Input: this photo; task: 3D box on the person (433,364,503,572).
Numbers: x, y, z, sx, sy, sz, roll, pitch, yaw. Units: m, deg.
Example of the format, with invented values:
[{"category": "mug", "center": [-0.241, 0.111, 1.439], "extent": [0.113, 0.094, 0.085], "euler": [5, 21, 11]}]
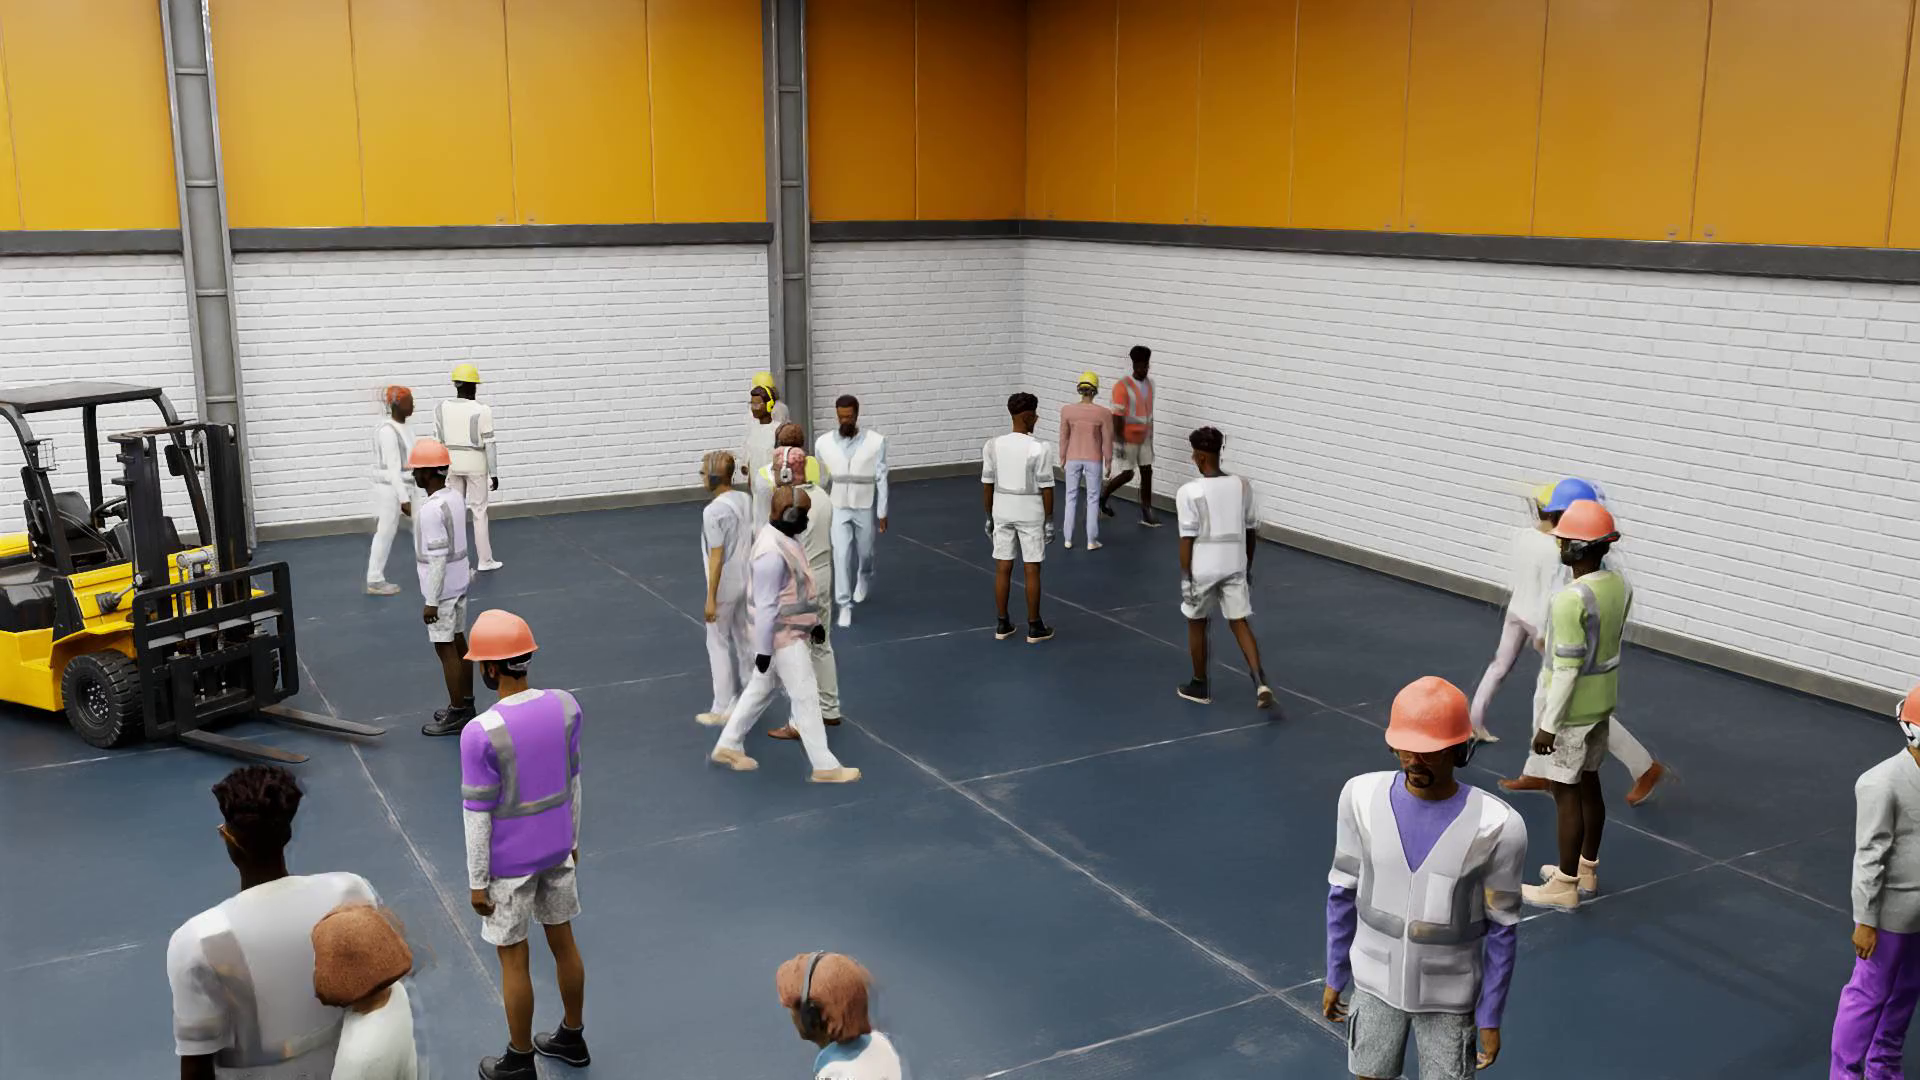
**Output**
[{"category": "person", "center": [-4.532, -0.658, 15.330], "extent": [0.593, 1.917, 0.385], "euler": [2, 12, 10]}]

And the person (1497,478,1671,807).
[{"category": "person", "center": [3.621, 0.593, 9.494], "extent": [0.857, 1.915, 0.596], "euler": [2, 12, 8]}]

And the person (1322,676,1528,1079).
[{"category": "person", "center": [1.450, 1.419, 5.304], "extent": [0.607, 2.044, 0.371], "euler": [7, 14, 29]}]

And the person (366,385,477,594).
[{"category": "person", "center": [-4.758, -0.420, 14.409], "extent": [0.987, 1.828, 0.604], "euler": [1, 12, 3]}]

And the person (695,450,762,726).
[{"category": "person", "center": [-1.558, 0.316, 10.973], "extent": [0.474, 1.833, 0.570], "euler": [5, 13, 24]}]

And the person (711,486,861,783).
[{"category": "person", "center": [-1.090, 0.559, 9.944], "extent": [0.896, 1.804, 0.622], "euler": [-1, 12, -3]}]

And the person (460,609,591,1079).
[{"category": "person", "center": [-1.729, 1.215, 6.538], "extent": [0.390, 1.929, 0.546], "euler": [9, 15, 36]}]

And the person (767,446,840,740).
[{"category": "person", "center": [-1.051, 0.332, 10.756], "extent": [0.404, 1.898, 0.652], "euler": [5, 13, 23]}]

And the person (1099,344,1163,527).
[{"category": "person", "center": [1.783, -1.104, 17.420], "extent": [0.704, 1.930, 0.717], "euler": [-10, 16, -40]}]

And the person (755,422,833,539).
[{"category": "person", "center": [-1.236, 0.047, 12.212], "extent": [0.633, 1.842, 0.429], "euler": [-9, 15, -35]}]

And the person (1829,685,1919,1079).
[{"category": "person", "center": [3.568, 1.366, 6.236], "extent": [0.573, 1.749, 0.343], "euler": [-6, 14, -28]}]

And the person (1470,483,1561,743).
[{"category": "person", "center": [3.648, 0.476, 10.511], "extent": [0.948, 1.708, 0.524], "euler": [-2, 12, -10]}]

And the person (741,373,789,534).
[{"category": "person", "center": [-1.960, -0.804, 16.484], "extent": [0.734, 1.707, 0.508], "euler": [10, 16, 40]}]

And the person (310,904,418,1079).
[{"category": "person", "center": [-1.549, 1.775, 4.662], "extent": [0.711, 1.608, 0.506], "euler": [-3, 12, -15]}]

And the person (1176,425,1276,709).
[{"category": "person", "center": [1.782, 0.215, 11.219], "extent": [0.623, 1.936, 0.765], "euler": [-5, 13, -21]}]

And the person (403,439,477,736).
[{"category": "person", "center": [-3.372, 0.307, 10.768], "extent": [0.367, 1.935, 0.552], "euler": [0, 12, 0]}]

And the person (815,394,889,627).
[{"category": "person", "center": [-0.885, -0.288, 13.711], "extent": [0.599, 1.884, 0.874], "euler": [0, 12, -2]}]

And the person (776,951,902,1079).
[{"category": "person", "center": [-0.243, 1.851, 4.311], "extent": [0.650, 1.595, 0.534], "euler": [4, 13, 16]}]

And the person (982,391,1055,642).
[{"category": "person", "center": [0.467, -0.178, 12.980], "extent": [0.608, 1.962, 0.374], "euler": [7, 14, 28]}]

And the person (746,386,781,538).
[{"category": "person", "center": [-1.652, -0.386, 14.174], "extent": [0.532, 1.870, 0.315], "euler": [11, 16, 41]}]

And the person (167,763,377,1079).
[{"category": "person", "center": [-1.900, 1.591, 4.730], "extent": [0.467, 1.953, 0.614], "euler": [11, 16, 42]}]

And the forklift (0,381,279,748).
[{"category": "forklift", "center": [-5.853, 0.085, 11.199], "extent": [2.313, 2.155, 1.214], "euler": [7, 14, 28]}]

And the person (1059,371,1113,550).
[{"category": "person", "center": [1.233, -0.770, 16.254], "extent": [0.533, 1.754, 0.342], "euler": [3, 12, 15]}]

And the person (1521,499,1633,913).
[{"category": "person", "center": [3.003, 0.811, 8.151], "extent": [0.376, 2.045, 0.605], "euler": [11, 17, 43]}]
